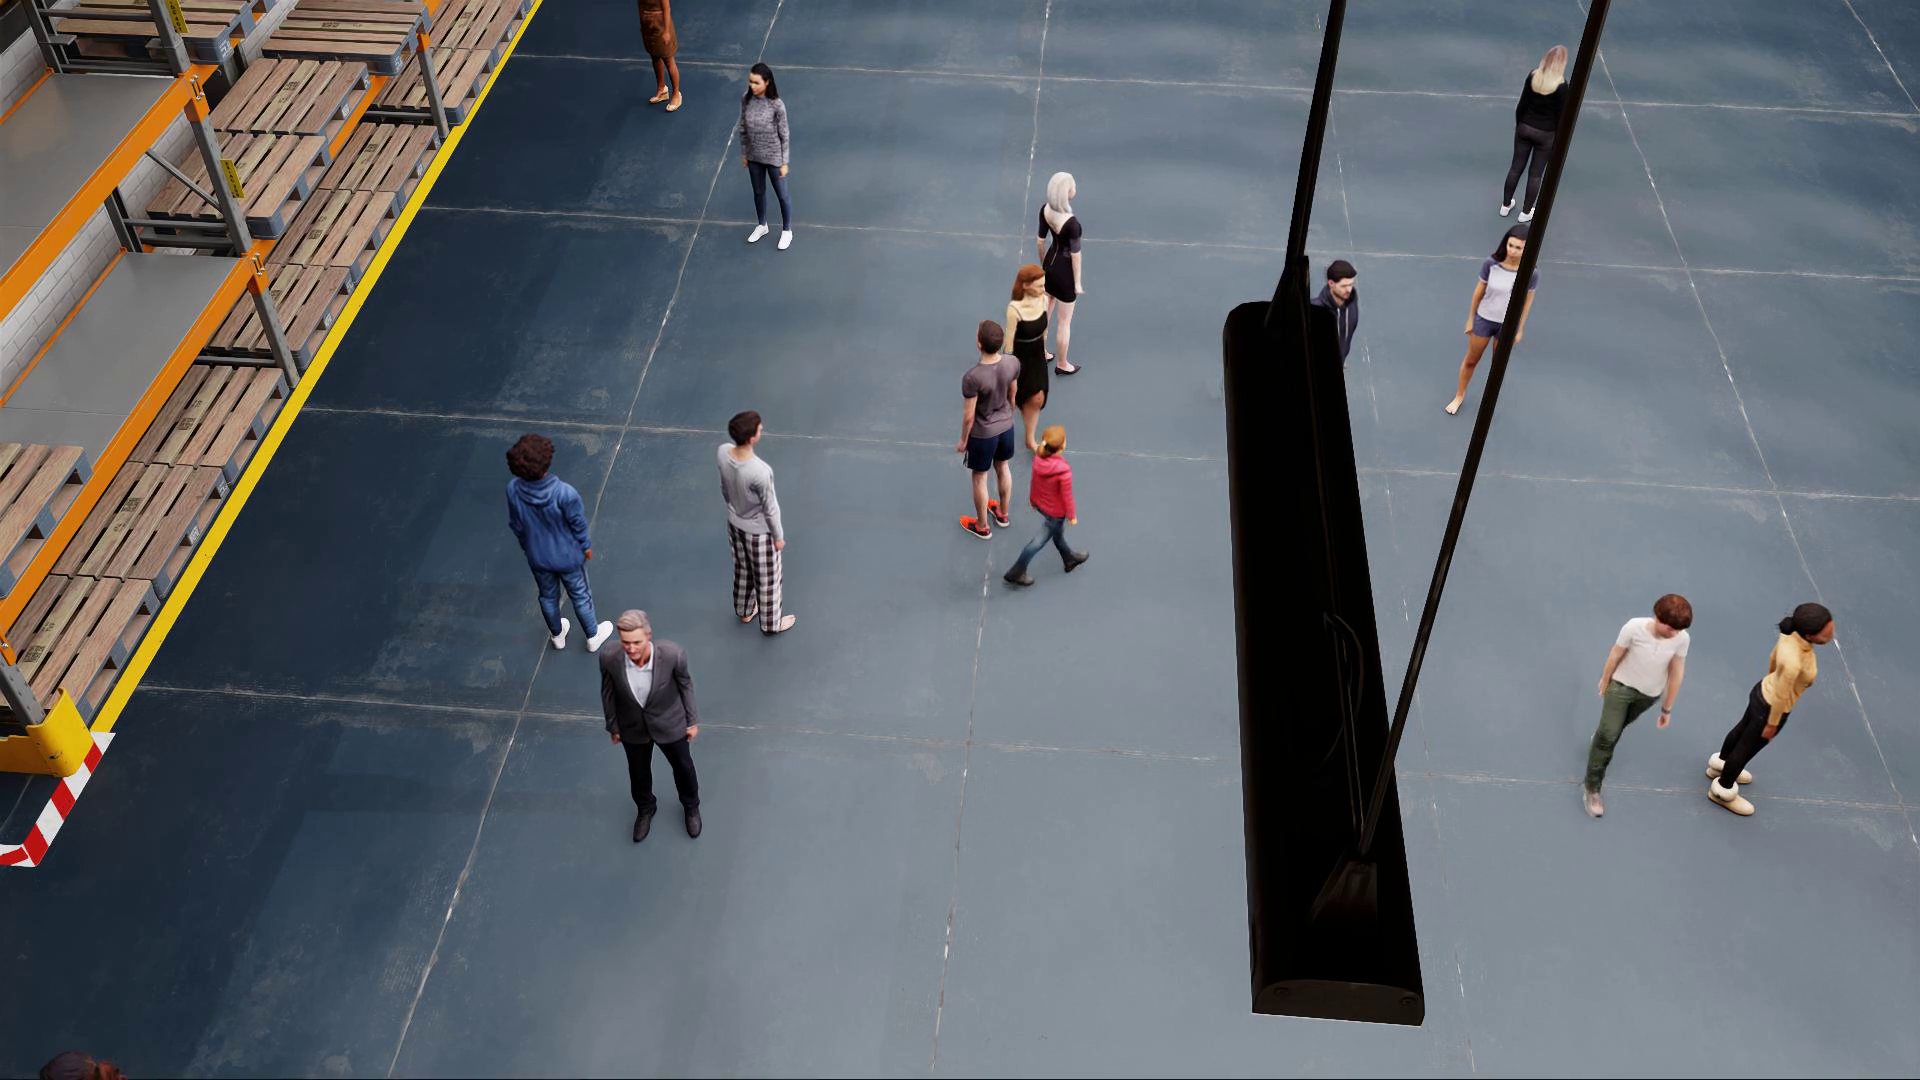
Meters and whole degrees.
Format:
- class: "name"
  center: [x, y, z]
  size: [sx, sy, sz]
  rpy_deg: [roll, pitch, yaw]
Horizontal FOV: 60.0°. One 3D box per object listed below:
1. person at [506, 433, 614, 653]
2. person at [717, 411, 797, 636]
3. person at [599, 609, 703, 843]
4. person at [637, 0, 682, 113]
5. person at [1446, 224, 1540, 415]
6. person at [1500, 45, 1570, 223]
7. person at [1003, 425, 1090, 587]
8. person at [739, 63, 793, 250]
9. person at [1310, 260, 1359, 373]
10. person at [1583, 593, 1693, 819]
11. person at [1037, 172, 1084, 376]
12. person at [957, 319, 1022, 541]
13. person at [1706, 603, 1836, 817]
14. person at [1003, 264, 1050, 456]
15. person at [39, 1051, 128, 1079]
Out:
- class: "person"
  center: [-2.680, 0.042, 10.981]
  size: [0.680, 1.811, 0.576]
  rpy_deg: [7, 44, 7]
- class: "person"
  center: [-1.387, -0.109, 11.113]
  size: [0.711, 1.847, 0.734]
  rpy_deg: [31, 52, 28]
- class: "person"
  center: [-1.828, 1.079, 9.870]
  size: [0.751, 1.842, 0.661]
  rpy_deg: [-4, 44, -4]
- class: "person"
  center: [-2.988, -5.051, 16.416]
  size: [0.650, 1.688, 0.685]
  rpy_deg: [32, 52, 29]
- class: "person"
  center: [4.145, -1.683, 12.848]
  size: [0.643, 1.734, 0.601]
  rpy_deg: [16, 46, 16]
- class: "person"
  center: [5.175, -3.647, 14.943]
  size: [0.689, 1.687, 0.721]
  rpy_deg: [32, 52, 29]
- class: "person"
  center: [0.571, -0.183, 11.606]
  size: [0.847, 1.275, 0.918]
  rpy_deg: [-16, 46, -16]
- class: "person"
  center: [-1.699, -3.393, 14.643]
  size: [0.667, 1.733, 0.623]
  rpy_deg: [16, 46, 16]
- class: "person"
  center: [2.658, -1.289, 12.319]
  size: [0.759, 1.892, 0.781]
  rpy_deg: [-23, 48, -23]
- class: "person"
  center: [4.161, 0.853, 10.265]
  size: [0.586, 1.624, 1.000]
  rpy_deg: [7, 44, 7]
- class: "person"
  center: [0.789, -2.113, 13.230]
  size: [0.702, 1.829, 0.648]
  rpy_deg: [-32, 52, -29]
- class: "person"
  center: [0.211, -0.783, 11.816]
  size: [0.717, 1.854, 0.771]
  rpy_deg: [-29, 51, -27]
- class: "person"
  center: [4.917, 0.987, 10.098]
  size: [0.710, 1.660, 0.573]
  rpy_deg: [15, 46, 15]
- class: "person"
  center: [0.432, -1.431, 12.686]
  size: [0.988, 1.592, 1.113]
  rpy_deg: [-20, 47, -20]
- class: "person"
  center: [-3.892, 2.922, 8.043]
  size: [1.019, 1.692, 1.047]
  rpy_deg: [-22, 48, -22]
